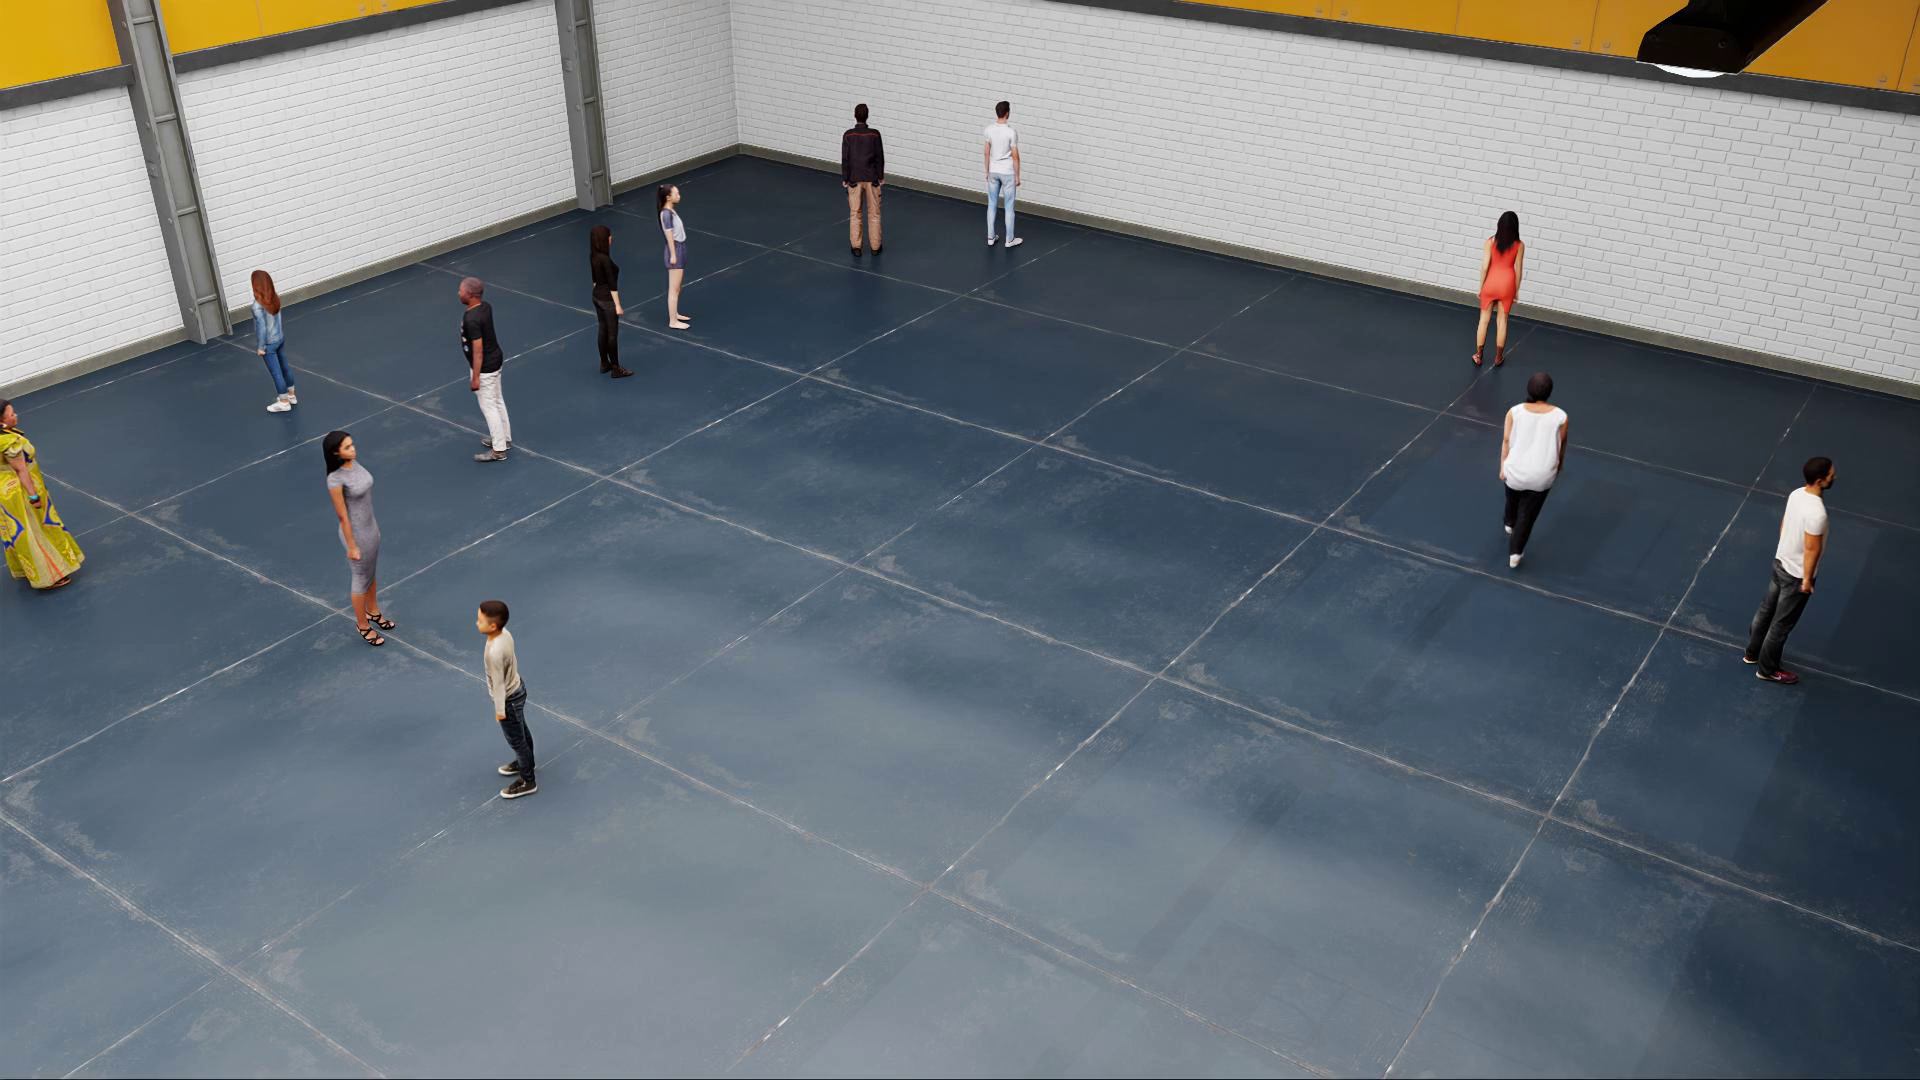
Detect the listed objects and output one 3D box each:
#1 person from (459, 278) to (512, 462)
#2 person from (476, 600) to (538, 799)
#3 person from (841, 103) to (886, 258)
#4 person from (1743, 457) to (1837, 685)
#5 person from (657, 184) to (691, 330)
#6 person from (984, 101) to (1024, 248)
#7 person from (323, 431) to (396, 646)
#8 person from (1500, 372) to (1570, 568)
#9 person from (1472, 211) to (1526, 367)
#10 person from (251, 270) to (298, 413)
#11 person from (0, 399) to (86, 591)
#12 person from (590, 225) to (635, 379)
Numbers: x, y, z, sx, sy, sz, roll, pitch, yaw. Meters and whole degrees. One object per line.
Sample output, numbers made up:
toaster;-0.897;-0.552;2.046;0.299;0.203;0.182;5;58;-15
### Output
person;-4.498;-1.632;15.777;0.823;1.805;0.728;1;29;1
person;-3.048;1.043;11.234;0.660;1.459;0.611;-7;29;-12
person;-1.222;-4.544;20.990;0.793;1.925;0.836;-3;29;-5
person;6.216;0.199;12.423;0.780;1.804;0.662;2;29;4
person;-3.259;-3.234;18.876;0.724;1.649;0.653;-3;29;-6
person;0.537;-4.700;21.353;0.661;1.852;0.561;15;32;26
person;-4.657;-0.029;12.863;0.725;1.781;0.615;2;29;4
person;4.776;-0.564;13.985;0.727;1.645;1.092;15;32;25
person;5.767;-2.691;17.808;0.659;1.718;0.640;7;29;13
person;-6.968;-2.029;16.848;0.700;1.477;0.594;3;29;5
person;-7.716;-0.394;13.660;0.880;1.660;0.802;23;36;36
person;-3.750;-2.529;17.592;0.576;1.642;0.617;-22;36;-35
